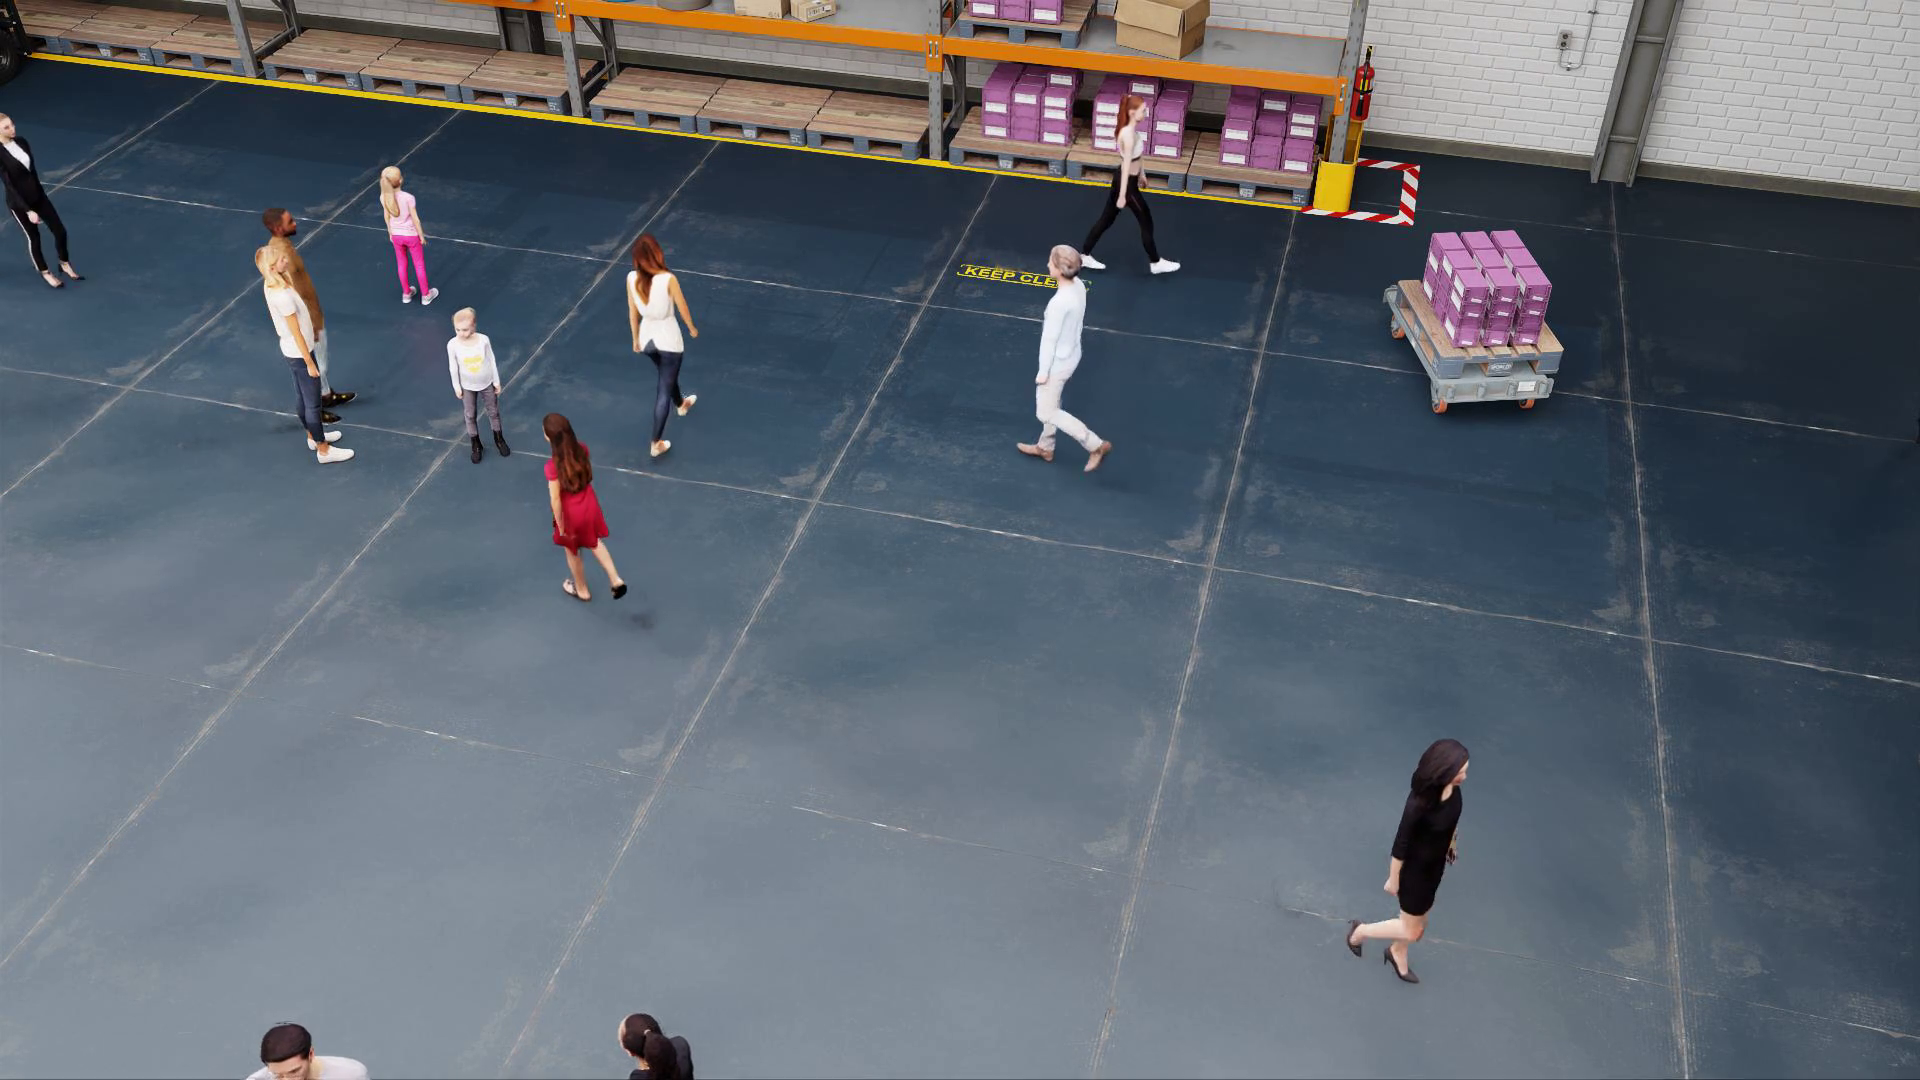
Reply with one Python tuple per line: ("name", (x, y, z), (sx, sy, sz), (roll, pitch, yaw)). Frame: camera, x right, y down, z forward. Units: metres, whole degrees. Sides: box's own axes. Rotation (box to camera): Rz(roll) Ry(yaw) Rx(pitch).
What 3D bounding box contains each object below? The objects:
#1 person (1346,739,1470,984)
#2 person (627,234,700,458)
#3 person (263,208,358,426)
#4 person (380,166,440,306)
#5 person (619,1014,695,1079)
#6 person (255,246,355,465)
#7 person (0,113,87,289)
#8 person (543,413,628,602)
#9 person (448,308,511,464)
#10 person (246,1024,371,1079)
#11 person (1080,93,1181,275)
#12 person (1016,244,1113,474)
("person", (2.335, 1.656, 8.690), (0.827, 1.792, 0.762), (31, 48, 33))
("person", (-2.289, -1.428, 12.594), (1.045, 1.738, 0.728), (14, 41, 17))
("person", (-5.134, -1.756, 12.937), (0.875, 1.824, 0.818), (-17, 42, -21))
("person", (-4.845, -2.664, 14.518), (0.439, 1.270, 0.550), (6, 39, 8))
("person", (-1.322, 2.674, 7.477), (0.573, 1.714, 0.626), (21, 43, 24))
("person", (-4.979, -1.399, 12.502), (0.720, 1.809, 0.645), (-22, 44, -26))
("person", (-8.219, -2.952, 14.543), (0.641, 1.688, 0.631), (10, 40, 12))
("person", (-2.531, -0.174, 11.184), (0.891, 1.539, 0.732), (28, 46, 30))
("person", (-3.682, -1.201, 12.679), (0.564, 1.278, 0.638), (-14, 41, -17))
("person", (-2.749, 2.712, 7.310), (0.650, 1.863, 0.800), (-7, 39, -9))
("person", (1.384, -3.109, 14.739), (1.209, 1.689, 0.729), (4, 39, 5))
("person", (0.803, -1.300, 12.323), (1.029, 1.876, 0.699), (13, 40, 15))
